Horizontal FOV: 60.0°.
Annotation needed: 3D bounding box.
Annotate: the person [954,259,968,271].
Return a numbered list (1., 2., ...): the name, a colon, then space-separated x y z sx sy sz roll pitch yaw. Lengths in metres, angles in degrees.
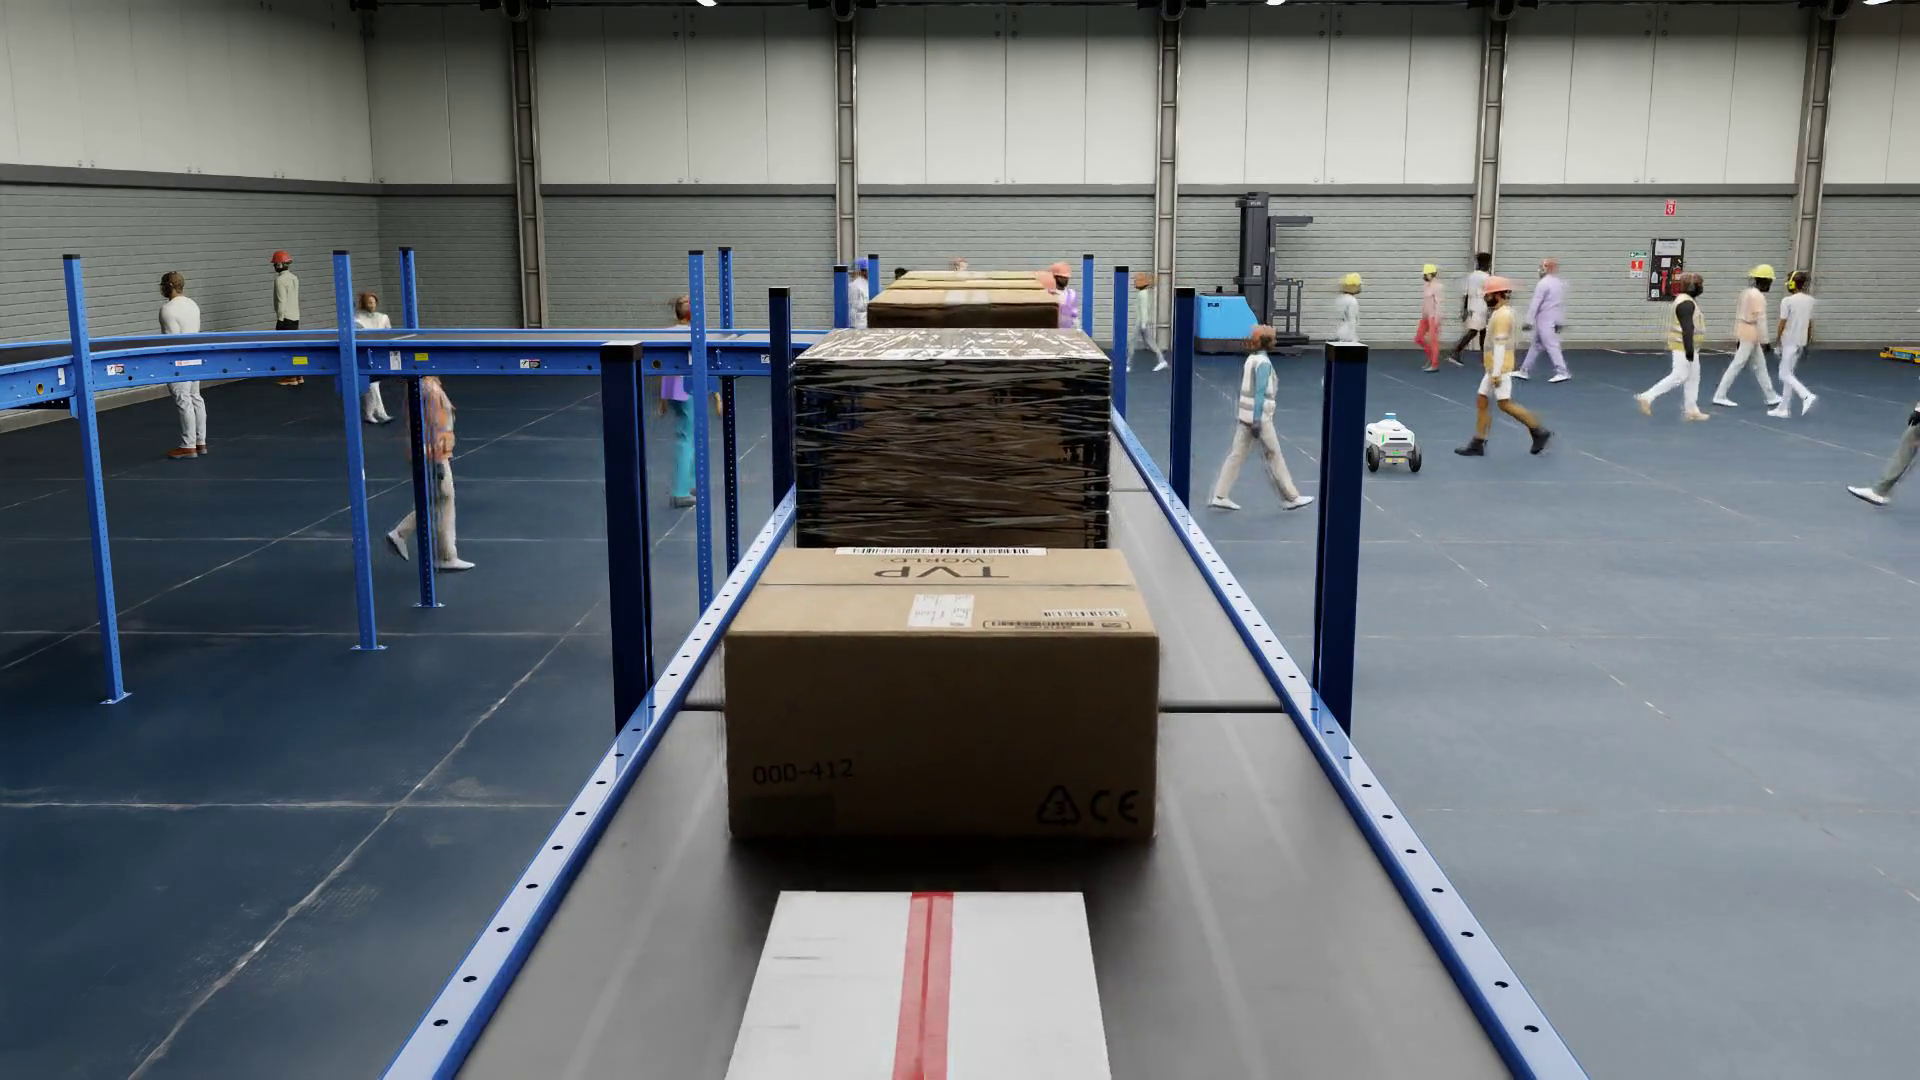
1. person: 0.045 -3.383 25.580 1.006 1.849 0.662 9 14 38

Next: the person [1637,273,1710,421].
1. person: 8.902 -2.394 20.612 0.770 1.817 0.626 6 12 27

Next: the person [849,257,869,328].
1. person: -1.343 -3.122 24.068 0.450 1.932 0.608 6 13 29

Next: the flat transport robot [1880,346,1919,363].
1. flat transport robot: 16.776 -3.238 29.036 0.652 0.197 1.431 0 11 1

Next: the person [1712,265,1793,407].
1. person: 10.508 -2.685 21.968 1.008 1.871 0.607 4 12 19

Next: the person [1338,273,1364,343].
1. person: 5.356 -2.836 23.117 0.462 1.731 0.489 -1 11 -4

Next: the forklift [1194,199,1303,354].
1. forklift: 5.313 -4.851 30.603 1.873 2.768 1.129 0 11 1

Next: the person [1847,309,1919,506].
1. person: 8.158 -1.158 14.097 0.958 1.883 0.592 3 11 17

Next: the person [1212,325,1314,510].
1. person: 2.573 -1.035 14.181 0.883 1.589 0.536 -1 11 -5

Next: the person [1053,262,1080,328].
1. person: 1.315 -2.638 21.586 0.580 1.919 0.529 -6 12 -27

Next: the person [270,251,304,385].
1. person: -10.127 -3.341 25.014 0.381 1.994 0.622 0 11 0

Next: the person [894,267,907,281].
1. person: -0.948 -3.660 27.445 0.540 1.684 0.402 8 13 35

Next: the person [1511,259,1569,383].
1. person: 8.917 -3.344 25.399 0.996 1.859 0.650 9 14 38

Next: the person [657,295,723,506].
1. person: -2.315 -1.226 14.566 0.583 1.824 0.623 10 15 42

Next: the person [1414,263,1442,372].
1. person: 7.624 -3.604 26.987 0.403 1.743 0.555 -2 11 -13

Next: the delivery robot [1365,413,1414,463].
1. delivery robot: 4.319 -1.031 16.724 0.477 0.478 0.707 0 11 1

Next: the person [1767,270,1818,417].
1. person: 10.463 -2.438 20.775 0.517 1.848 0.713 -4 12 -20

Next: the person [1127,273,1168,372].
1. person: 2.985 -3.541 27.070 0.842 1.595 0.514 2 11 9

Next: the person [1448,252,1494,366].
1. person: 8.696 -3.892 28.075 0.981 1.930 0.589 -2 11 -8

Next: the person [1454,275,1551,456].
1. person: 5.750 -1.819 17.460 0.901 1.903 0.558 3 11 14

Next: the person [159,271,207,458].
1. person: -8.172 -1.841 17.451 0.365 1.939 0.636 0 11 0

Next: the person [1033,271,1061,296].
1. person: 0.640 -1.435 15.178 0.561 2.009 0.611 -2 11 -12

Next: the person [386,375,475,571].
1. person: -3.771 -0.580 11.753 0.495 1.629 0.526 -5 12 -25

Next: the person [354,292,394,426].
1. person: -7.037 -2.173 20.048 0.836 1.594 0.515 8 14 36
